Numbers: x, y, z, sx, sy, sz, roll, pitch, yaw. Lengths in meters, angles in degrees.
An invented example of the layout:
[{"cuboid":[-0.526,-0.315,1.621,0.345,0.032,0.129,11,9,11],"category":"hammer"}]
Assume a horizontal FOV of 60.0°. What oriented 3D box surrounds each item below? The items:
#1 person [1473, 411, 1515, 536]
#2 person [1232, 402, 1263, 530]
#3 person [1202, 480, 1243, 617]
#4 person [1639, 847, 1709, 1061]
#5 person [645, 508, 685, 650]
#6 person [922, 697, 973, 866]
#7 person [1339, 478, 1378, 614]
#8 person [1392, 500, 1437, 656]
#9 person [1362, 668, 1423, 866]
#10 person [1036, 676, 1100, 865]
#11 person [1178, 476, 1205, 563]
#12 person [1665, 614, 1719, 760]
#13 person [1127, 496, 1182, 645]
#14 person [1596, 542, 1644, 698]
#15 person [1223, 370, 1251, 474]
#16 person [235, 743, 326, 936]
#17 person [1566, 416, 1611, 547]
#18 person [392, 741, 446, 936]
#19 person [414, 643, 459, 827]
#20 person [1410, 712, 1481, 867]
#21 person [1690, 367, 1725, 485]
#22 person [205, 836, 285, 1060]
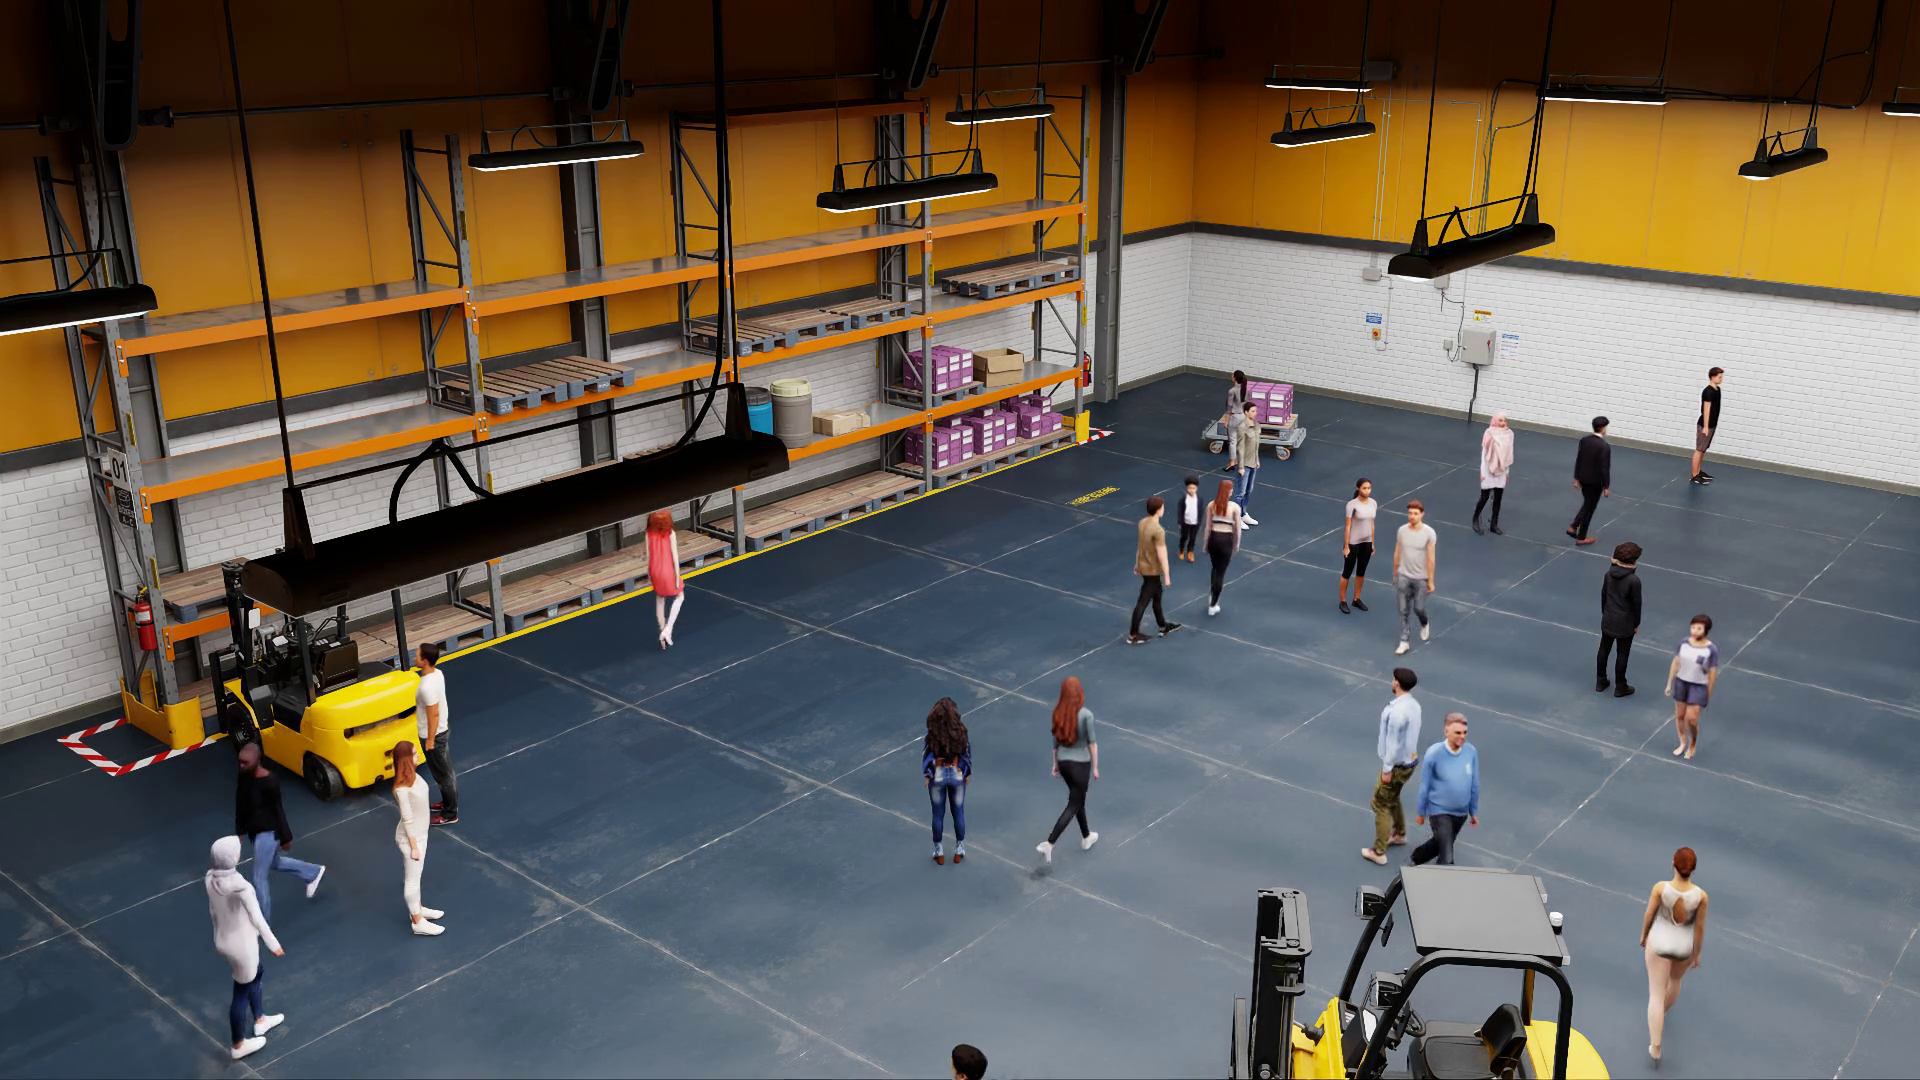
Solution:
[{"cuboid":[7.683,-0.989,23.979,0.834,1.815,0.890,-4,19,-11],"category":"person"},{"cuboid":[4.173,-1.111,24.259,0.757,1.867,0.490,14,23,37],"category":"person"},{"cuboid":[3.243,0.119,20.825,0.701,1.727,0.842,8,20,22],"category":"person"},{"cuboid":[5.243,3.067,12.271,0.841,1.601,1.120,6,19,17],"category":"person"},{"cuboid":[-3.541,0.471,19.664,0.748,1.802,0.823,5,19,14],"category":"person"},{"cuboid":[-0.116,2.153,14.963,0.688,1.614,0.744,-1,19,-3],"category":"person"},{"cuboid":[5.031,0.049,21.005,0.626,1.746,0.748,-7,20,-21],"category":"person"},{"cuboid":[5.411,0.415,19.698,0.725,1.885,0.924,13,22,33],"category":"person"},{"cuboid":[4.010,2.027,15.075,0.848,1.781,0.591,9,21,26],"category":"person"},{"cuboid":[0.983,2.107,14.952,0.649,1.709,1.103,14,23,35],"category":"person"},{"cuboid":[3.161,-0.307,22.893,0.586,1.215,0.648,-2,19,-5],"category":"person"},{"cuboid":[7.537,1.476,17.075,0.615,1.550,0.612,-15,24,-38],"category":"person"},{"cuboid":[2.192,0.380,19.894,1.141,1.828,1.010,-6,19,-17],"category":"person"},{"cuboid":[7.338,0.873,18.502,0.674,1.781,0.680,-13,23,-34],"category":"person"},{"cuboid":[4.490,-1.937,27.007,0.606,1.678,0.740,-13,23,-34],"category":"person"},{"cuboid":[-5.764,2.442,13.953,0.732,1.711,1.173,11,22,30],"category":"person"},{"cuboid":[8.801,-0.817,23.381,0.876,1.871,0.848,-5,19,-14],"category":"person"},{"cuboid":[-4.577,2.466,13.876,0.738,1.713,0.690,-3,19,-9],"category":"person"},{"cuboid":[-4.941,1.807,15.692,0.757,1.804,0.721,-3,19,-10],"category":"person"},{"cuboid":[4.159,2.282,14.323,1.198,1.778,1.137,-5,19,-15],"category":"person"},{"cuboid":[11.899,-1.854,26.475,0.755,1.860,0.512,13,23,34],"category":"person"},{"cuboid":[-5.349,3.018,12.162,0.631,1.762,0.726,14,23,35],"category":"person"}]
